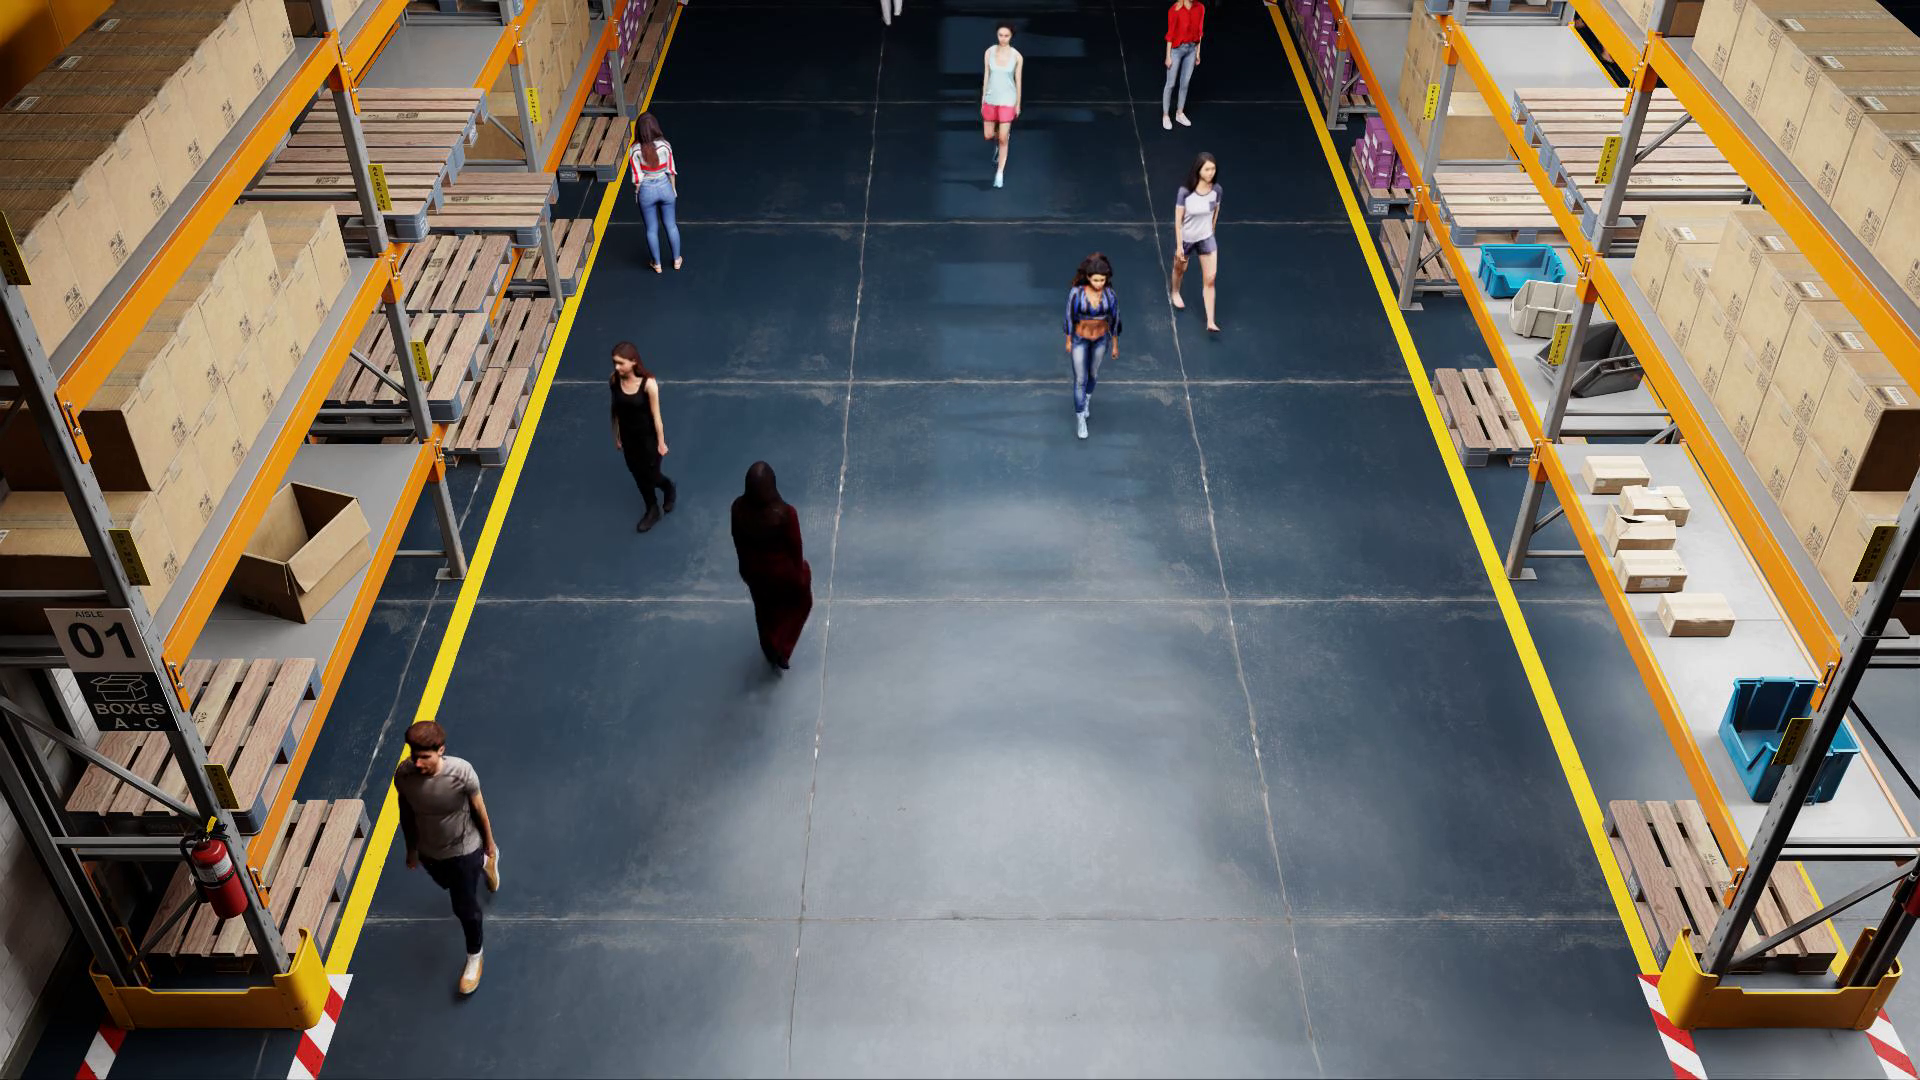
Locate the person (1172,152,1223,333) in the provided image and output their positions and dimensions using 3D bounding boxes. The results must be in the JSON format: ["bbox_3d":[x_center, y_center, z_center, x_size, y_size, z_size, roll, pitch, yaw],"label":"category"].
[{"bbox_3d":[2.124,-2.798,15.296,0.762,1.657,1.180,-7,39,-9],"label":"person"}]

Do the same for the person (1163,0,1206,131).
[{"bbox_3d":[2.483,-5.444,18.571,0.678,1.703,0.634,-13,40,-15],"label":"person"}]

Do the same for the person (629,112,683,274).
[{"bbox_3d":[-2.937,-3.353,16.026,0.657,1.612,0.622,-13,40,-16],"label":"person"}]

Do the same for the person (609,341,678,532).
[{"bbox_3d":[-2.406,-0.831,12.817,0.744,1.677,0.811,16,41,19],"label":"person"}]

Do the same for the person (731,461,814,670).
[{"bbox_3d":[-1.316,0.258,11.399,0.788,1.744,0.817,12,40,14],"label":"person"}]

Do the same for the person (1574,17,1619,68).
[{"bbox_3d":[7.719,-6.611,20.057,0.960,1.673,1.155,-23,44,-26],"label":"person"}]

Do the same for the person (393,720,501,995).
[{"bbox_3d":[-2.902,1.670,9.533,0.743,1.868,1.170,5,39,6],"label":"person"}]

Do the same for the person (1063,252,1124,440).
[{"bbox_3d":[1.087,-1.692,13.958,0.685,1.599,0.878,-3,39,-4],"label":"person"}]

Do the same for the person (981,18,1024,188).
[{"bbox_3d":[0.439,-4.625,17.506,0.700,1.754,0.898,9,39,11],"label":"person"}]
